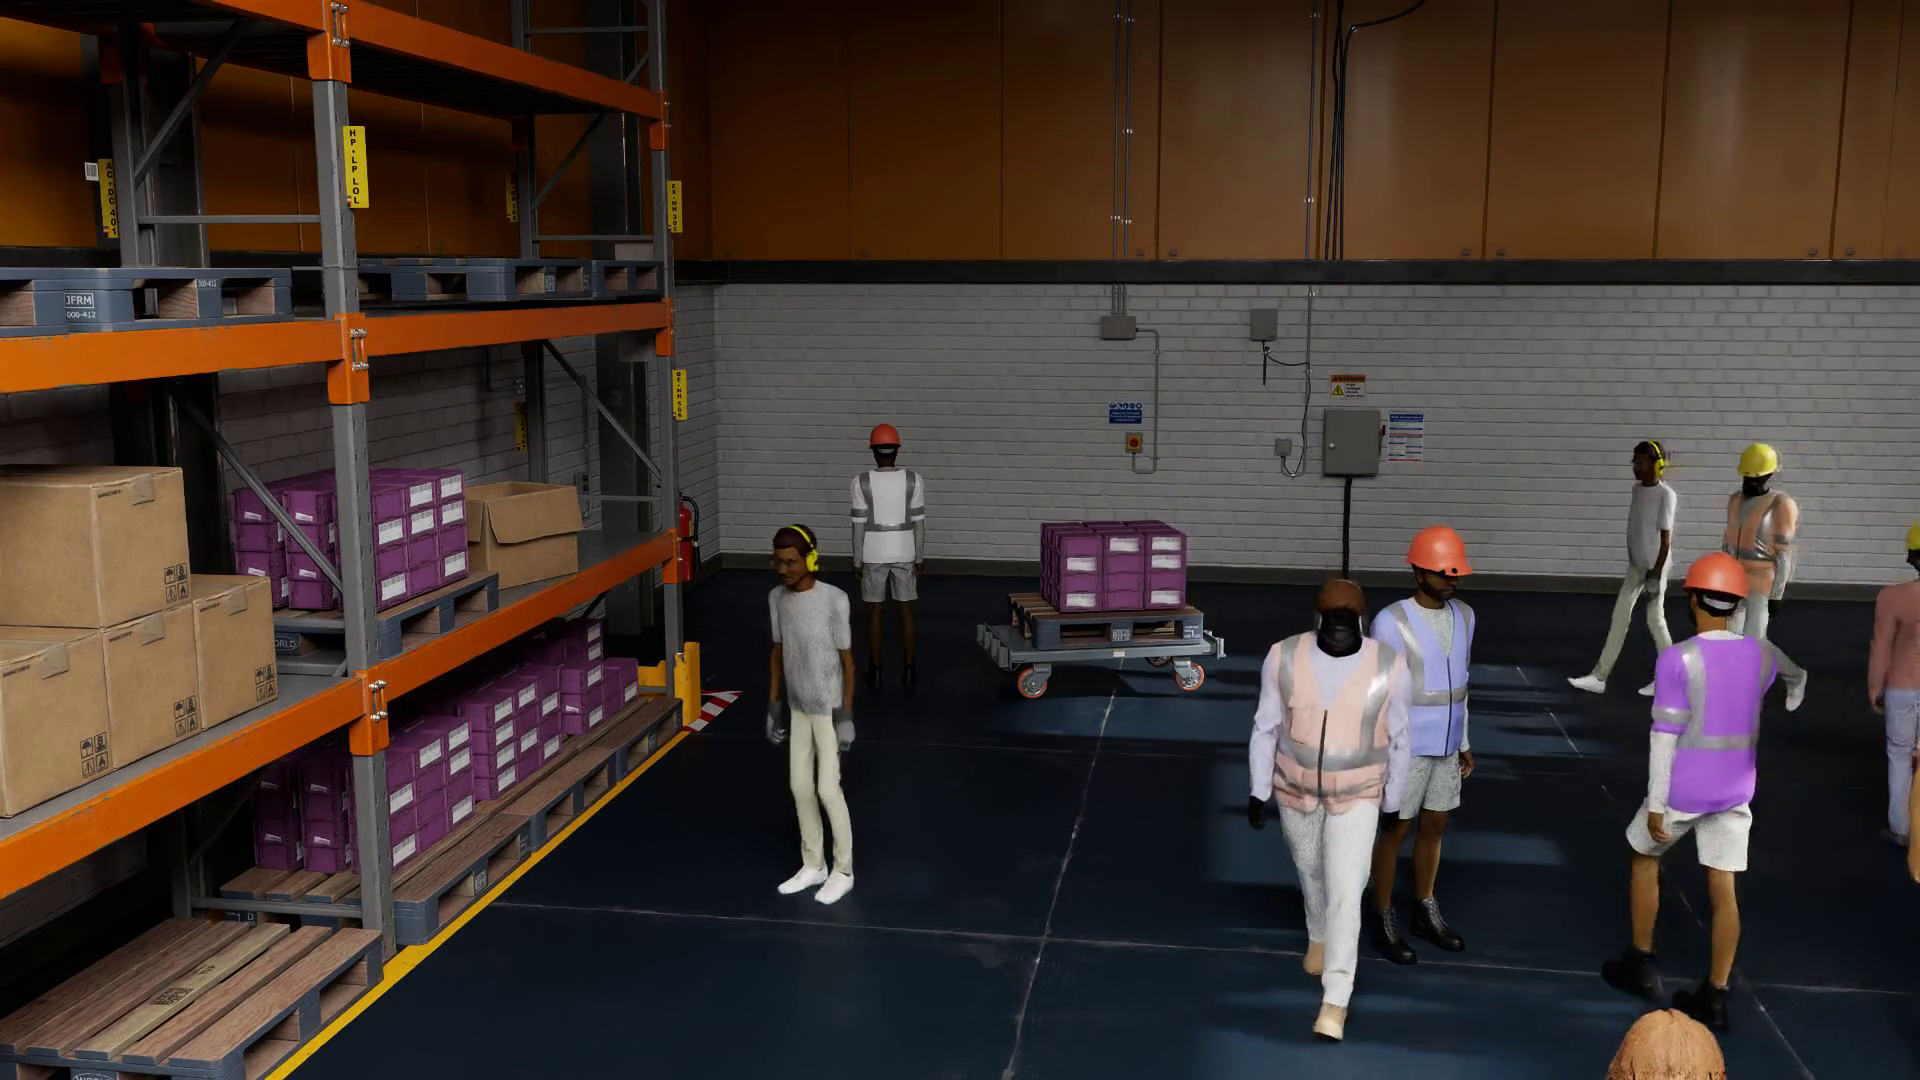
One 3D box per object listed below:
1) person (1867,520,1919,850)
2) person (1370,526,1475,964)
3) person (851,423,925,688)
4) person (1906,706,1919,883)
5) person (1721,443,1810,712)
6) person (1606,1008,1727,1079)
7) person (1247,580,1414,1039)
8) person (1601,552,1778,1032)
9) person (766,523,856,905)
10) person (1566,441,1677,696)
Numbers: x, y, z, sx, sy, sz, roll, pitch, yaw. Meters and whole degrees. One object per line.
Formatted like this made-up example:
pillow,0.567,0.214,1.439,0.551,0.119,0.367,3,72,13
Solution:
person,4.999,0.767,8.633,0.538,1.751,0.434,2,9,12
person,2.058,0.891,7.322,0.552,1.934,0.364,-5,10,-28
person,-0.529,0.115,12.130,0.543,1.930,0.372,-2,9,-10
person,3.781,1.165,6.061,0.549,1.799,0.919,4,10,21
person,5.398,0.283,11.206,0.649,1.898,0.606,-2,9,-14
person,1.378,1.712,3.347,0.505,1.577,0.882,4,10,25
person,1.518,1.042,6.867,0.626,1.795,0.978,4,10,23
person,2.995,0.993,6.811,0.557,1.894,0.753,-2,9,-11
person,-0.739,0.829,7.985,0.544,1.849,0.392,7,12,38
person,4.788,0.220,11.772,0.802,1.831,0.555,-2,9,-11
